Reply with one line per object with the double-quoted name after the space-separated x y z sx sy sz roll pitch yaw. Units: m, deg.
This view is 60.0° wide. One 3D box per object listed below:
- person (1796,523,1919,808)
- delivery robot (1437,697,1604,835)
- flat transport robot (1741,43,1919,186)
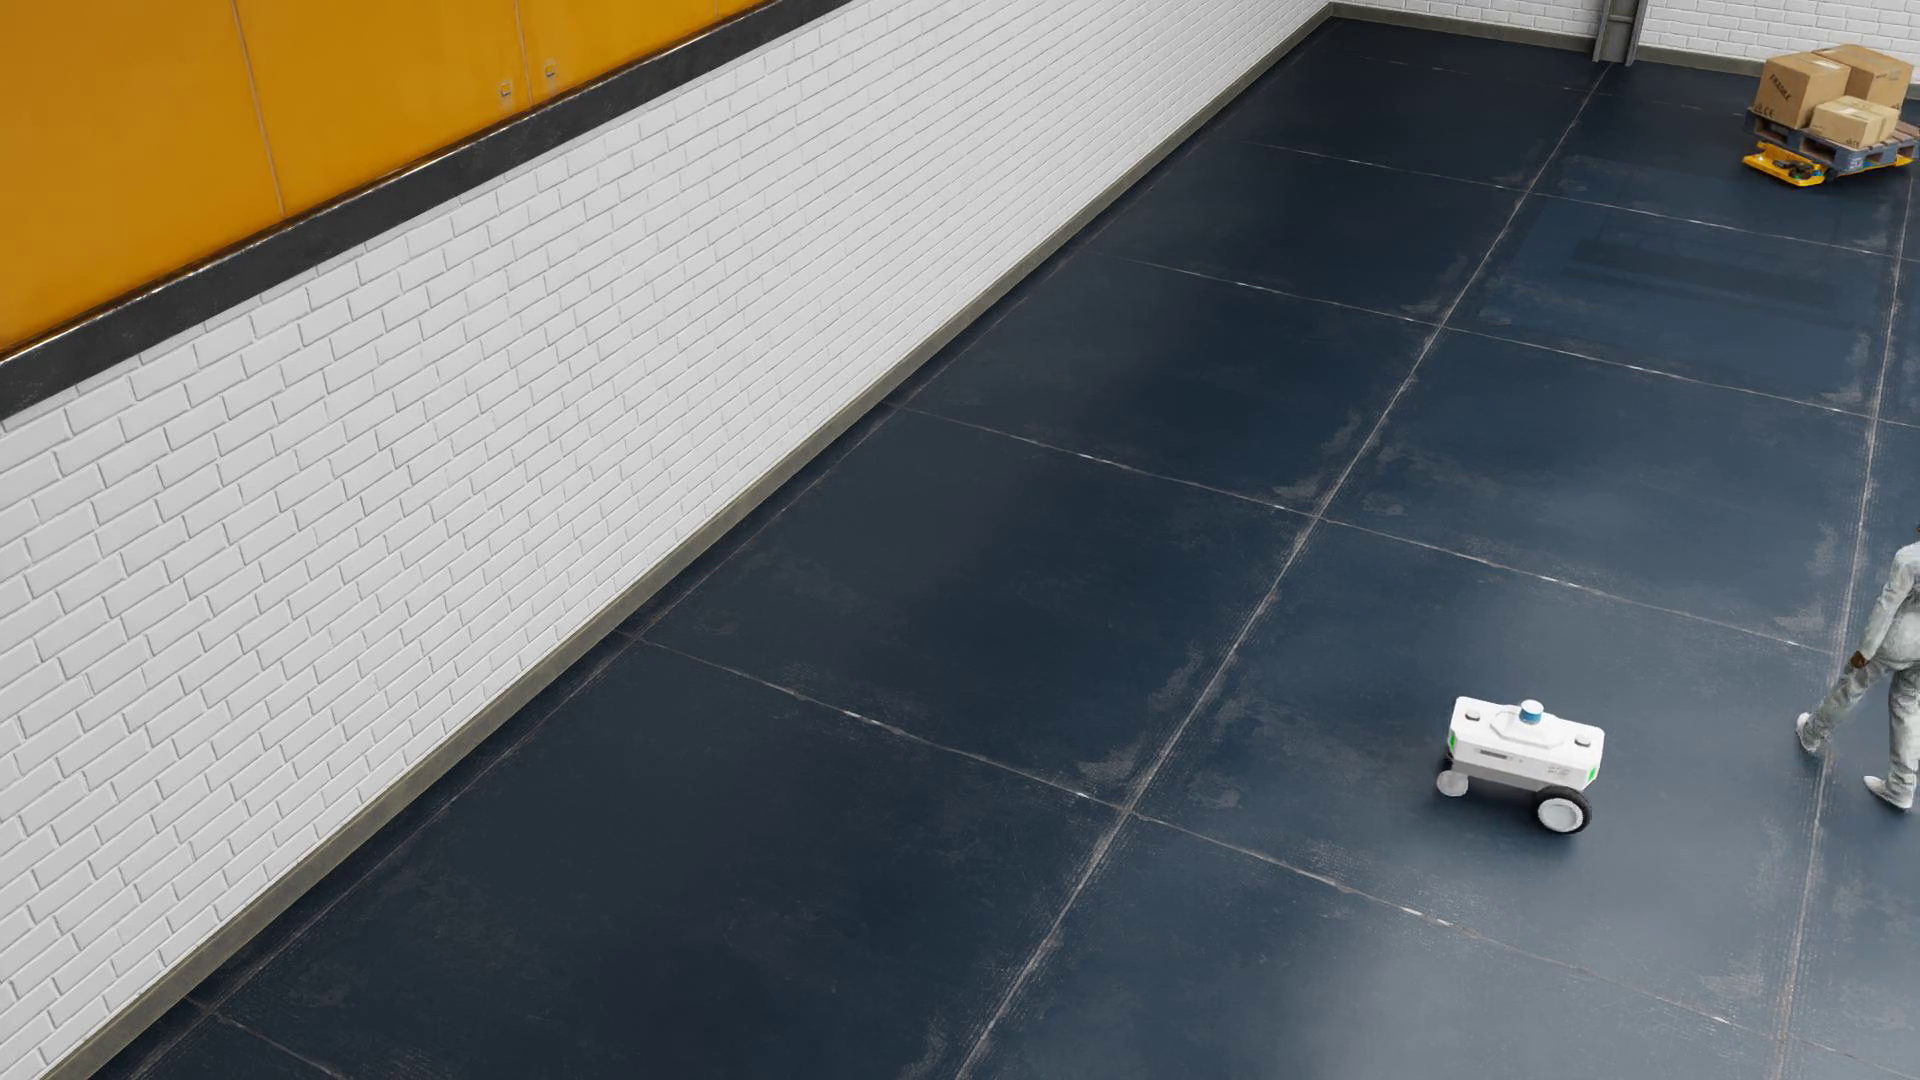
4.551 0.475 7.996 0.546 1.684 0.732 -3 34 -5 "person"
2.775 1.054 8.157 0.784 0.599 0.499 13 36 18 "delivery robot"
7.958 -3.529 15.227 1.431 0.231 0.659 -15 37 -21 "flat transport robot"
